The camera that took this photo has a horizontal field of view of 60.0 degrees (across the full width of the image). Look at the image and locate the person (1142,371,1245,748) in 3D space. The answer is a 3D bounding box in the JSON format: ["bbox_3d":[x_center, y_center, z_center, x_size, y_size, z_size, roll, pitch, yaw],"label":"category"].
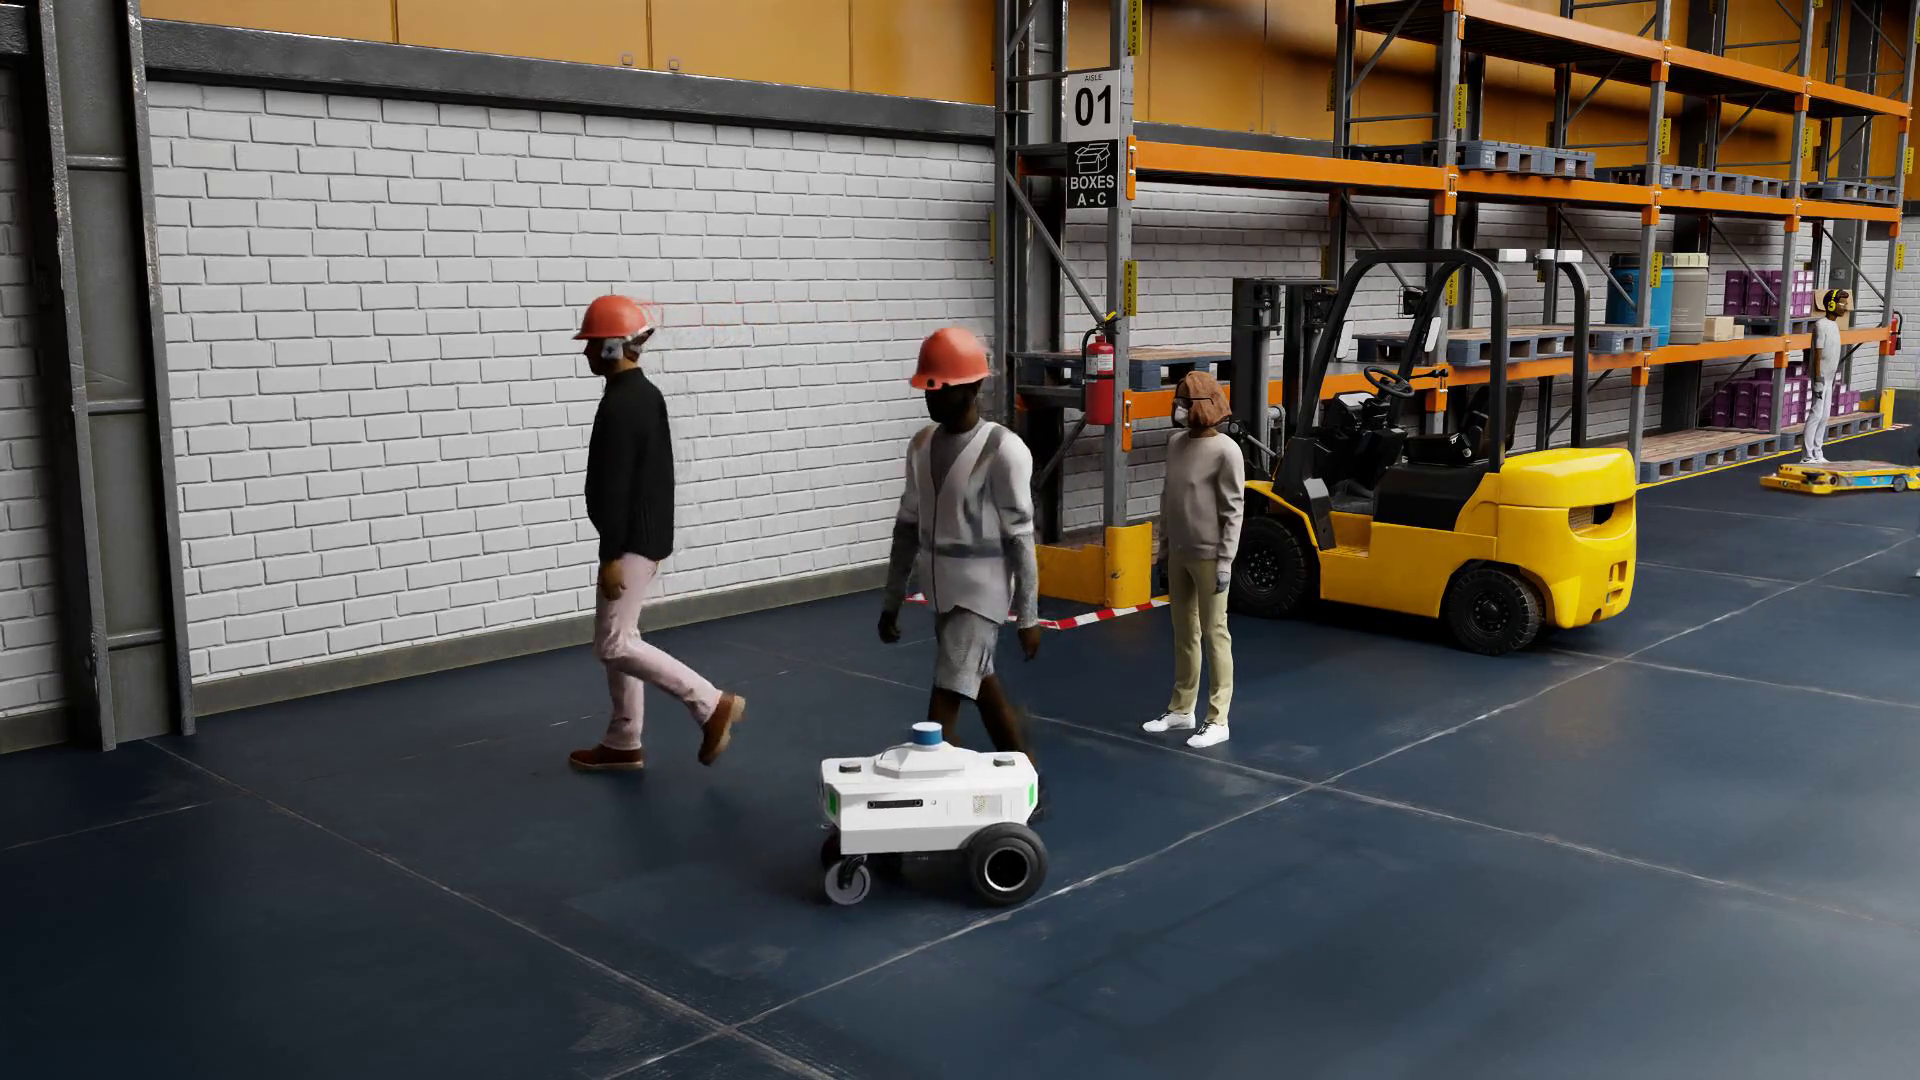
[{"bbox_3d":[1.030,0.080,7.260,0.279,1.634,0.499,-5,11,-29],"label":"person"}]

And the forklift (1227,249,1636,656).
[{"bbox_3d":[2.710,-0.584,9.626,2.313,2.155,1.214,9,13,43],"label":"forklift"}]

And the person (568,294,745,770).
[{"bbox_3d":[-1.265,0.000,6.715,0.680,1.971,0.627,0,9,1],"label":"person"}]

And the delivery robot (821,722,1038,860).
[{"bbox_3d":[-0.110,0.852,5.546,0.707,0.478,0.477,-1,9,-7],"label":"delivery robot"}]

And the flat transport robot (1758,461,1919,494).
[{"bbox_3d":[8.310,-0.599,15.599,1.431,0.197,0.652,-3,10,-18],"label":"flat transport robot"}]

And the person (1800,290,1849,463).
[{"bbox_3d":[8.955,-1.652,17.207,0.334,1.860,0.508,9,13,44],"label":"person"}]

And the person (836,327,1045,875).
[{"bbox_3d":[-0.042,0.199,5.815,1.042,1.866,0.583,-8,12,-40],"label":"person"}]

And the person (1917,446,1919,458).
[{"bbox_3d":[6.717,-0.675,11.121,0.689,1.890,0.371,-2,9,-11],"label":"person"}]
